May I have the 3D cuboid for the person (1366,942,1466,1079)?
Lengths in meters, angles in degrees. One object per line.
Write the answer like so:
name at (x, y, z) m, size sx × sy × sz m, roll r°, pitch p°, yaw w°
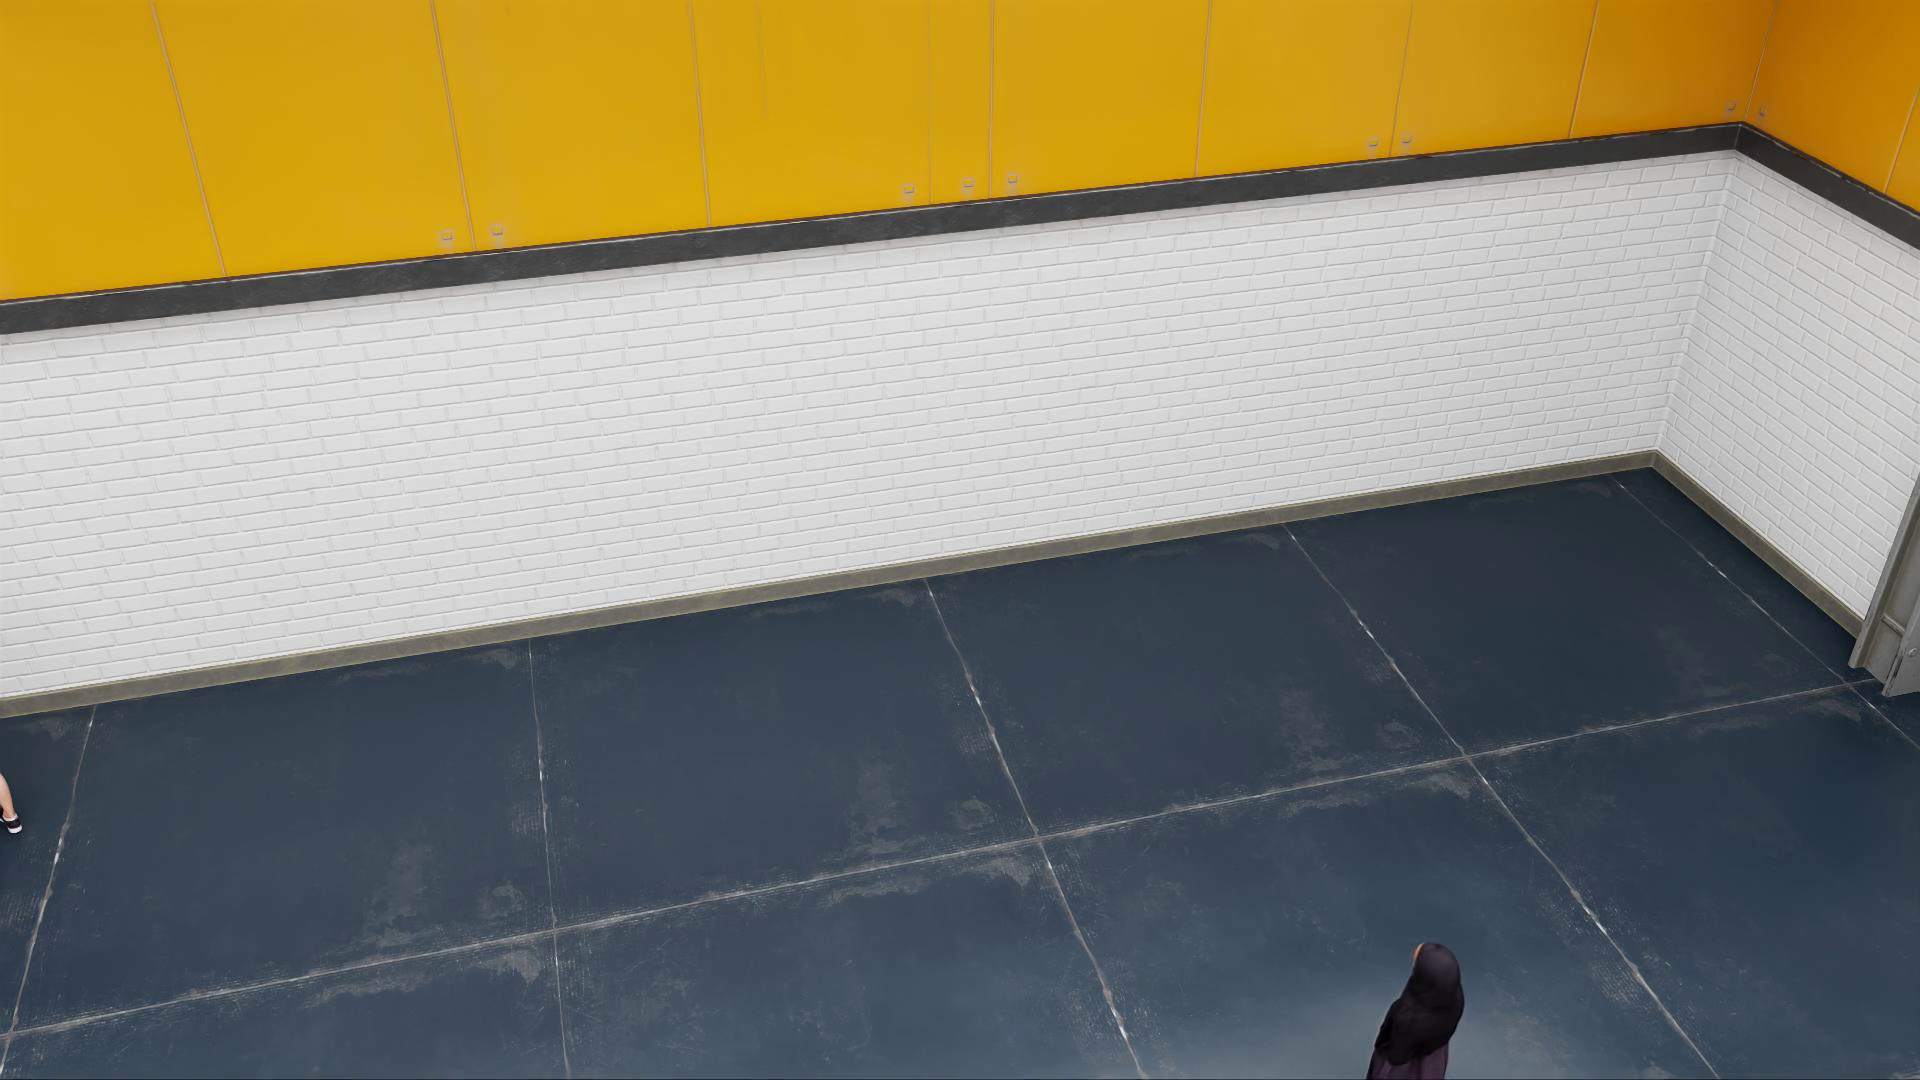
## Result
person at (2.185, 2.529, 8.049) m, size 0.684 × 1.615 × 0.703 m, roll -23°, pitch 40°, yaw -30°
